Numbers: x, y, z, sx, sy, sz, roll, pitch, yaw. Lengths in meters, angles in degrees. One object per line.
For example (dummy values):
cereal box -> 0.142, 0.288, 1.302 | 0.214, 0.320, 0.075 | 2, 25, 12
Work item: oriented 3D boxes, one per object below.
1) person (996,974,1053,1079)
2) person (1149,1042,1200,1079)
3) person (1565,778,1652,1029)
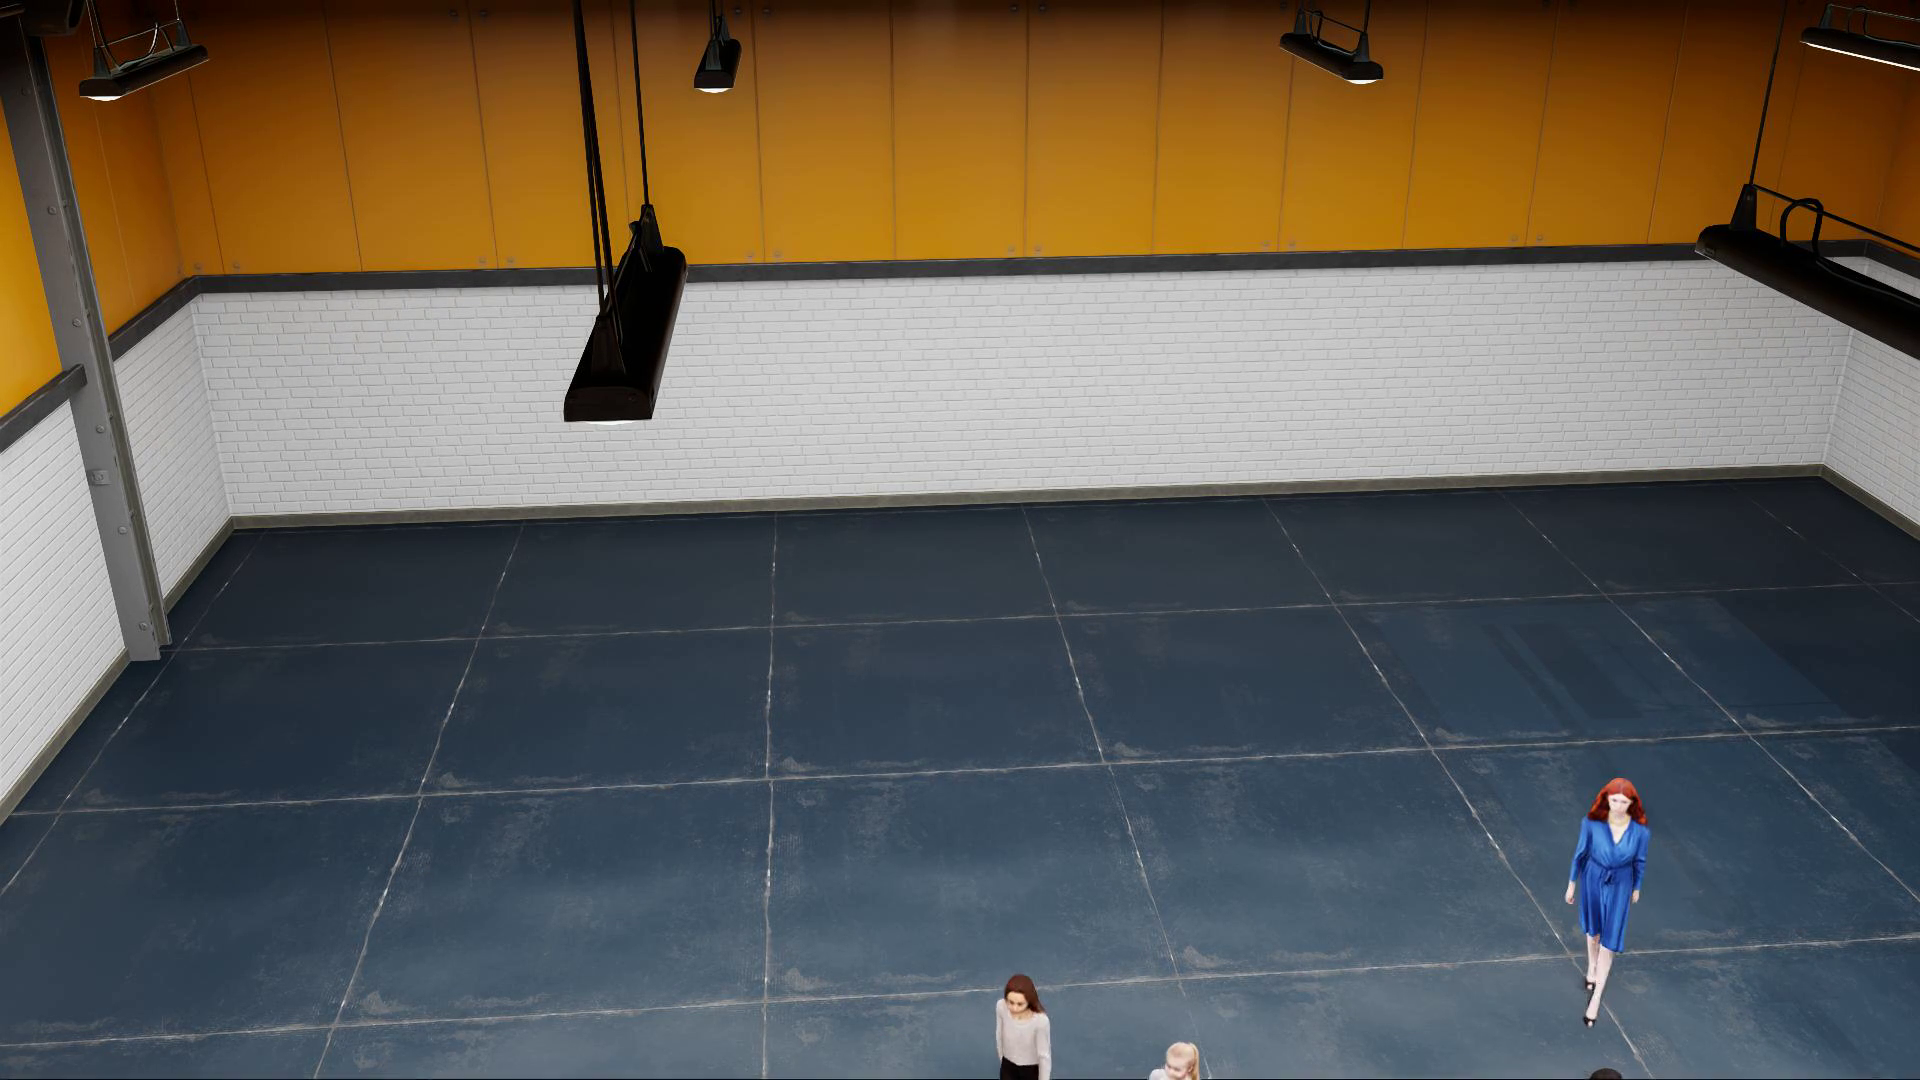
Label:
person -> 0.425, 3.217, 10.256 | 0.855, 1.440, 1.084 | 9, 25, 19
person -> 1.288, 3.483, 9.886 | 0.876, 1.247, 0.895 | 21, 31, 40
person -> 4.521, 2.419, 11.636 | 0.903, 1.796, 1.047 | 11, 26, 24
